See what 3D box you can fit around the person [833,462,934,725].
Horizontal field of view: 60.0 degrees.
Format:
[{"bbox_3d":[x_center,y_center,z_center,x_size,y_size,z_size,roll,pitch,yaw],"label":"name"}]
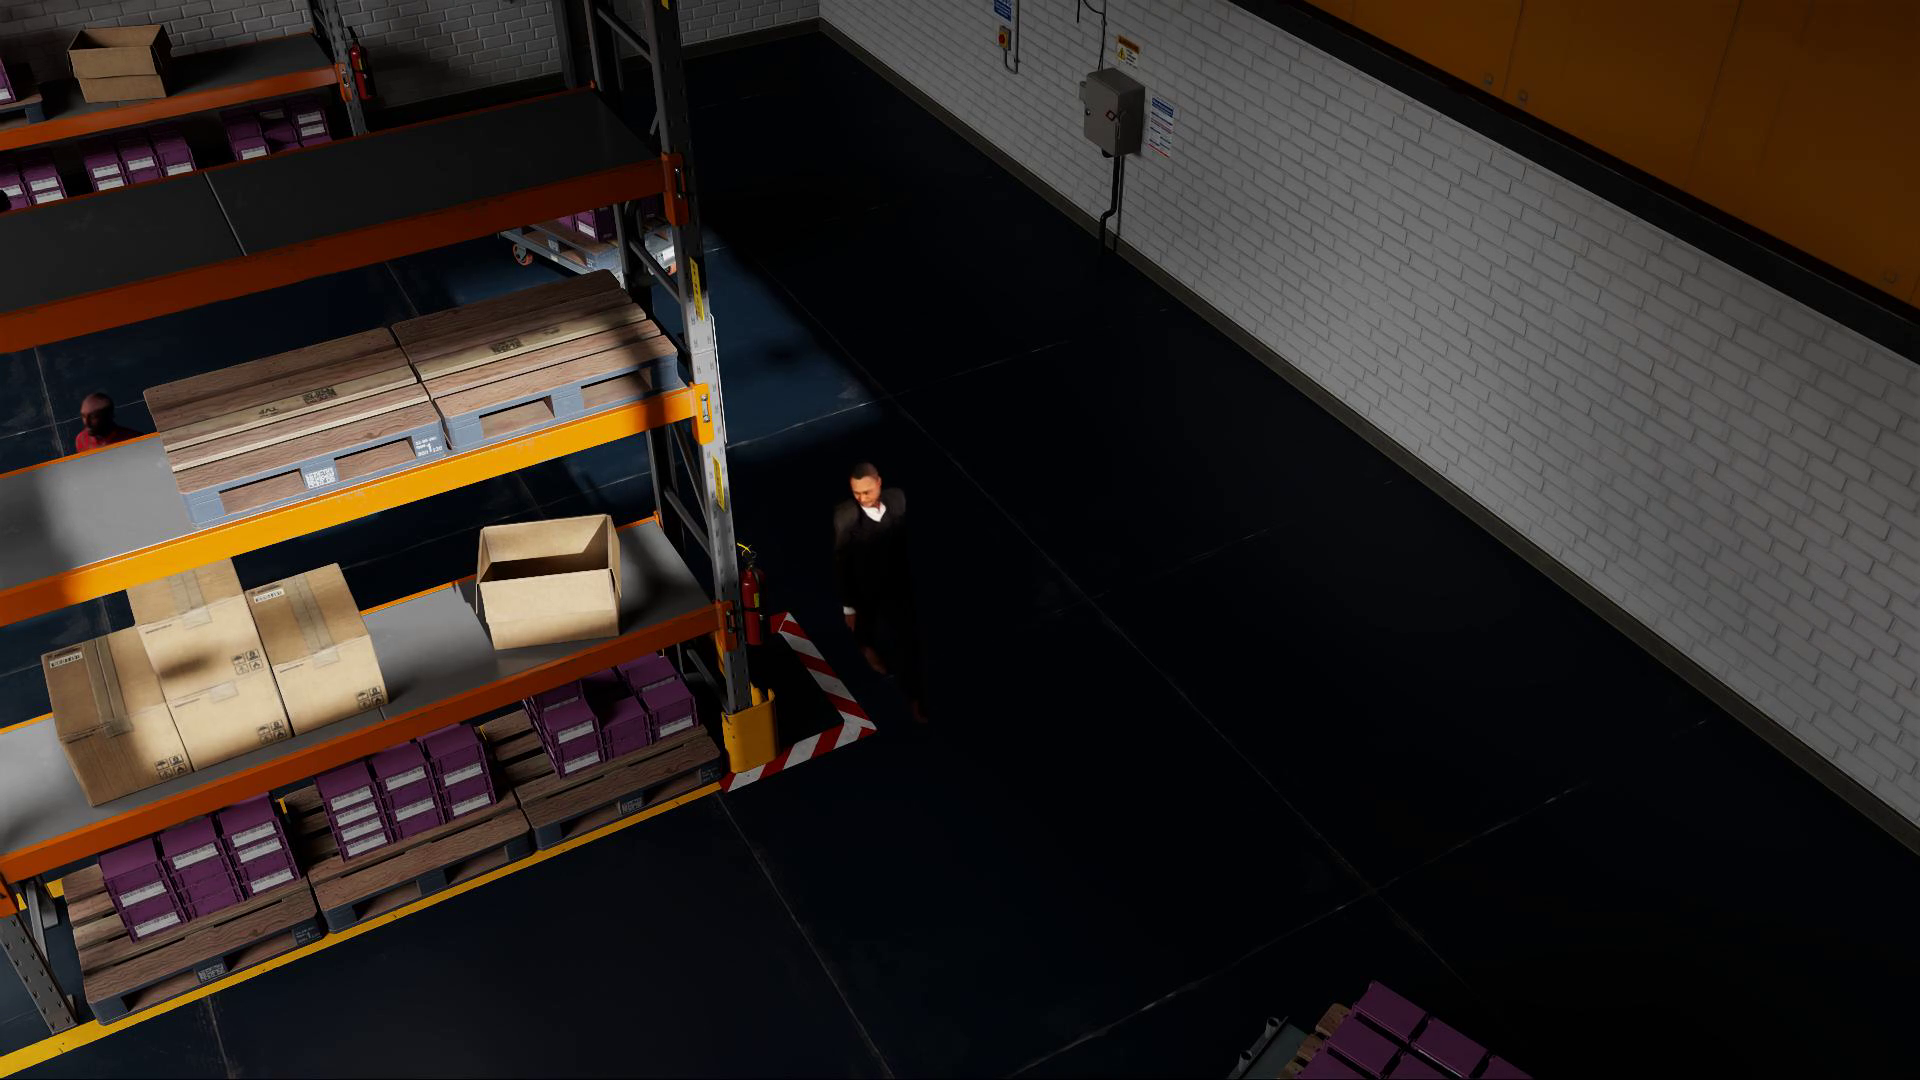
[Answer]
[{"bbox_3d":[-0.568,0.219,10.432,1.210,1.843,0.837,-18,42,-21],"label":"person"}]
